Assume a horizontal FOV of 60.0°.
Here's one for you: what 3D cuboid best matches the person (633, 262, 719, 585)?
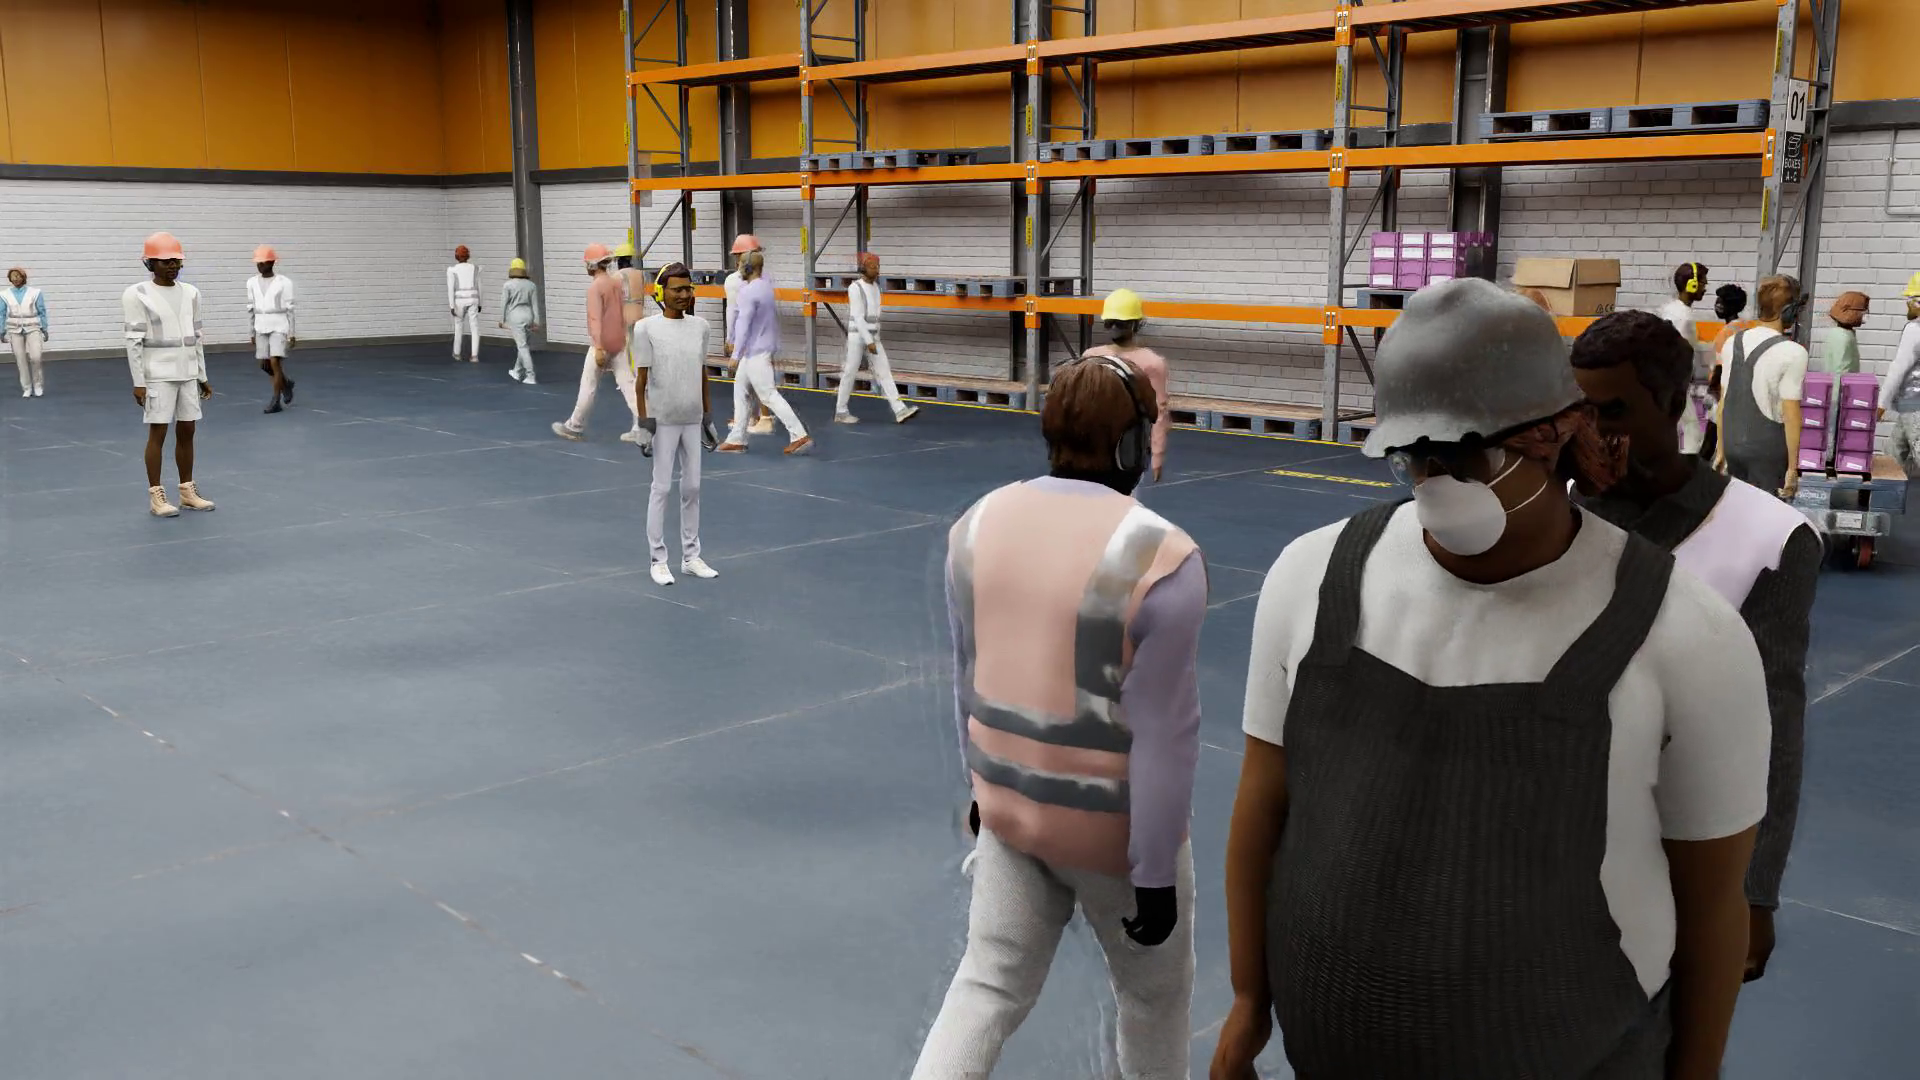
[{"bbox_3d":[-1.647,-0.679,9.722,0.532,1.867,0.316,-9,14,-40],"label":"person"}]

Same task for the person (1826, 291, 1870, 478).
[{"bbox_3d":[6.502,-1.022,12.270,0.414,1.613,0.521,6,12,28],"label":"person"}]

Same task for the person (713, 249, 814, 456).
[{"bbox_3d":[-1.808,-1.712,15.279,0.985,1.900,0.631,1,10,7],"label":"person"}]

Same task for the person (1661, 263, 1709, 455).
[{"bbox_3d":[5.237,-1.136,12.359,0.845,1.833,0.510,1,10,7],"label":"person"}]

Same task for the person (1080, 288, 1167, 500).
[{"bbox_3d":[0.910,-0.498,9.059,0.532,1.746,0.636,8,13,37],"label":"person"}]

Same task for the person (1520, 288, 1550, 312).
[{"bbox_3d":[4.564,-1.182,13.172,0.613,1.618,0.503,-2,11,-13],"label":"person"}]

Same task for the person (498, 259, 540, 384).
[{"bbox_3d":[-6.094,-3.013,22.916,0.876,1.696,0.494,10,14,43],"label":"person"}]

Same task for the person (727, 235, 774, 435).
[{"bbox_3d":[-2.202,-2.071,16.883,0.717,2.020,0.646,3,11,15],"label":"person"}]

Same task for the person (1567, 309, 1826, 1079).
[{"bbox_3d":[1.202,0.541,3.023,0.615,1.889,0.732,9,14,42],"label":"person"}]

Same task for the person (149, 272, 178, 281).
[{"bbox_3d":[-12.496,-3.682,25.950,0.545,1.909,0.847,7,12,33],"label":"person"}]

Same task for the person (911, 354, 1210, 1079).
[{"bbox_3d":[0.175,0.543,3.248,0.637,1.809,0.924,10,14,44],"label":"person"}]

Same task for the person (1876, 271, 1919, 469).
[{"bbox_3d":[6.634,-0.959,11.491,0.587,1.789,0.912,-9,14,-41],"label":"person"}]

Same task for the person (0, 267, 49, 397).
[{"bbox_3d":[-11.679,-2.579,20.728,0.550,1.621,0.476,-4,11,-20],"label":"person"}]

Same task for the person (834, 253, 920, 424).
[{"bbox_3d":[-0.951,-2.139,17.771,1.040,1.822,0.567,7,12,33],"label":"person"}]

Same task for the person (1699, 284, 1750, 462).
[{"bbox_3d":[5.989,-1.161,12.934,0.837,1.650,0.548,7,13,35],"label":"person"}]

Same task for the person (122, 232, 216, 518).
[{"bbox_3d":[-5.691,-1.191,12.035,0.391,2.040,0.614,5,12,27],"label":"person"}]

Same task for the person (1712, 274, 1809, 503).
[{"bbox_3d":[3.989,-0.418,8.394,0.518,1.832,0.546,-4,11,-20],"label":"person"}]

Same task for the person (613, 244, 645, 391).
[{"bbox_3d":[-4.316,-2.883,21.624,0.500,1.906,0.609,6,12,28],"label":"person"}]

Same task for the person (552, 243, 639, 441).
[{"bbox_3d":[-3.531,-1.933,16.374,1.031,1.936,0.656,3,11,18],"label":"person"}]

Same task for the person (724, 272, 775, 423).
[{"bbox_3d":[-2.240,-2.178,17.701,0.352,1.937,0.635,10,14,43],"label":"person"}]

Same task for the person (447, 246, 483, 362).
[{"bbox_3d":[-7.960,-3.792,26.763,0.573,1.833,0.988,-5,12,-26],"label":"person"}]

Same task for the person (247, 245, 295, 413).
[{"bbox_3d":[-7.906,-2.436,19.185,0.552,1.917,0.747,1,10,6],"label":"person"}]
